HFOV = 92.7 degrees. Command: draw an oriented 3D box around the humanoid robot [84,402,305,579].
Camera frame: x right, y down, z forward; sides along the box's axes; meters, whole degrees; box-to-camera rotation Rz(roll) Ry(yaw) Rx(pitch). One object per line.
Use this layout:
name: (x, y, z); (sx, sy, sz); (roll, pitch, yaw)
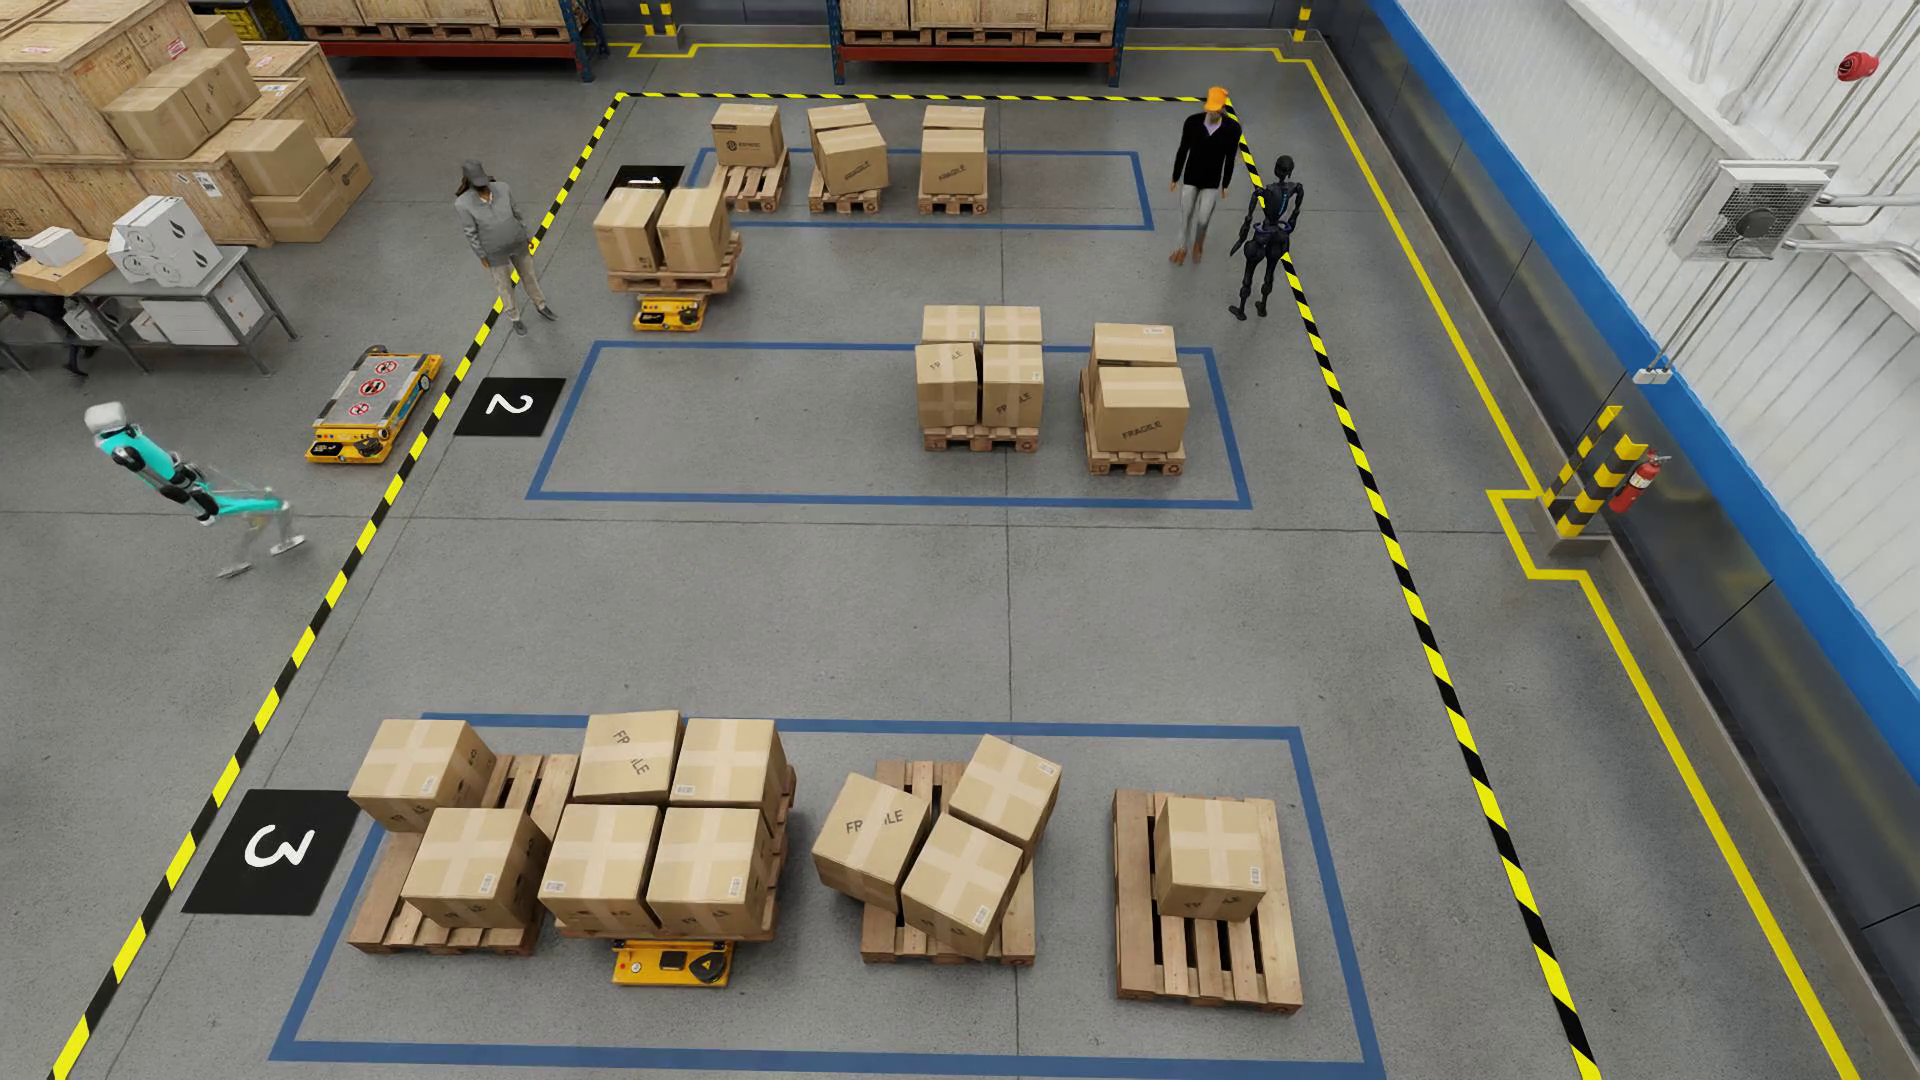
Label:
humanoid robot: (-5.458, -0.388, 6.736); (0.899, 1.769, 0.545); (-33, 57, -25)

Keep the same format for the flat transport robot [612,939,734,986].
flat transport robot: (-1.659, 1.971, 5.681); (0.652, 0.197, 1.431); (1, 50, 1)

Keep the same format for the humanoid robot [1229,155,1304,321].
humanoid robot: (2.965, -2.917, 8.904); (0.599, 1.655, 0.315); (-8, 50, -7)

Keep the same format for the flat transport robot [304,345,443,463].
flat transport robot: (-5.383, -1.269, 8.441); (0.659, 0.231, 1.431); (1, 50, 1)

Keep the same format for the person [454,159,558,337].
person: (-4.354, -2.802, 8.758); (0.407, 1.761, 0.565); (36, 59, 27)

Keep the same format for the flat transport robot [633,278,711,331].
flat transport robot: (-2.948, -2.719, 9.649); (0.652, 0.197, 1.431); (1, 50, 1)

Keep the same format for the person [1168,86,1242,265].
person: (2.490, -3.728, 9.470); (0.590, 1.888, 0.377); (19, 52, 16)

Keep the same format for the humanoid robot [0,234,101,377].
humanoid robot: (-8.550, -2.253, 8.367); (0.599, 1.638, 0.675); (-4, 50, -3)
